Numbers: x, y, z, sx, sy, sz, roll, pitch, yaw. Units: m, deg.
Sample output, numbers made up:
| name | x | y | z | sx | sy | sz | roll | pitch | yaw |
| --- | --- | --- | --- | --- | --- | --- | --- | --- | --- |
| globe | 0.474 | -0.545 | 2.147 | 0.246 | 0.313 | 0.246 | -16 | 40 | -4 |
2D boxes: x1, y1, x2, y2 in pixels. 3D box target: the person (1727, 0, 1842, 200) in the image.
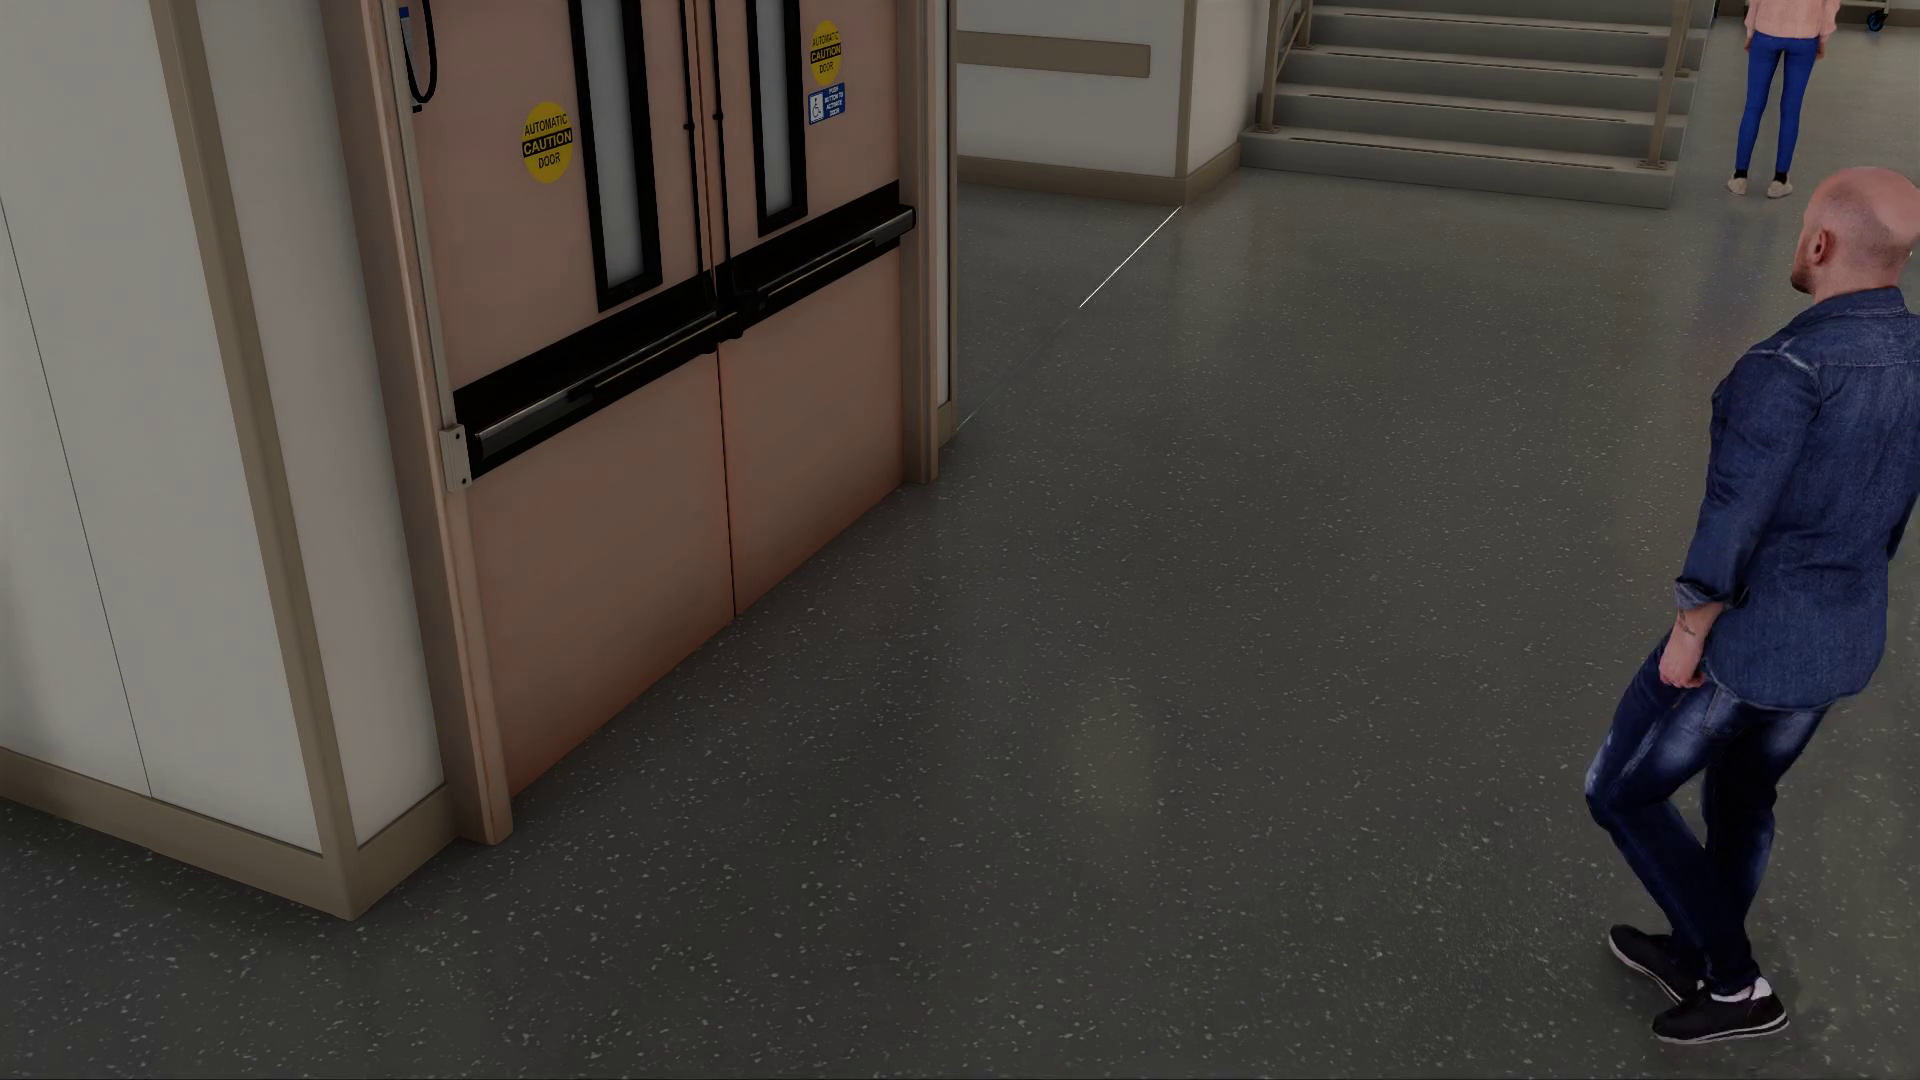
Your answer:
| name | x | y | z | sx | sy | sz | roll | pitch | yaw |
| --- | --- | --- | --- | --- | --- | --- | --- | --- | --- |
| person | 4.807 | -2.904 | 9.691 | 0.659 | 1.768 | 0.557 | 14 | 29 | 26 |

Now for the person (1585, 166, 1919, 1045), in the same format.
| name | x | y | z | sx | sy | sz | roll | pitch | yaw |
| --- | --- | --- | --- | --- | --- | --- | --- | --- | --- |
| person | 1.565 | 0.227 | 3.144 | 0.912 | 1.814 | 0.980 | -12 | 28 | -24 |
